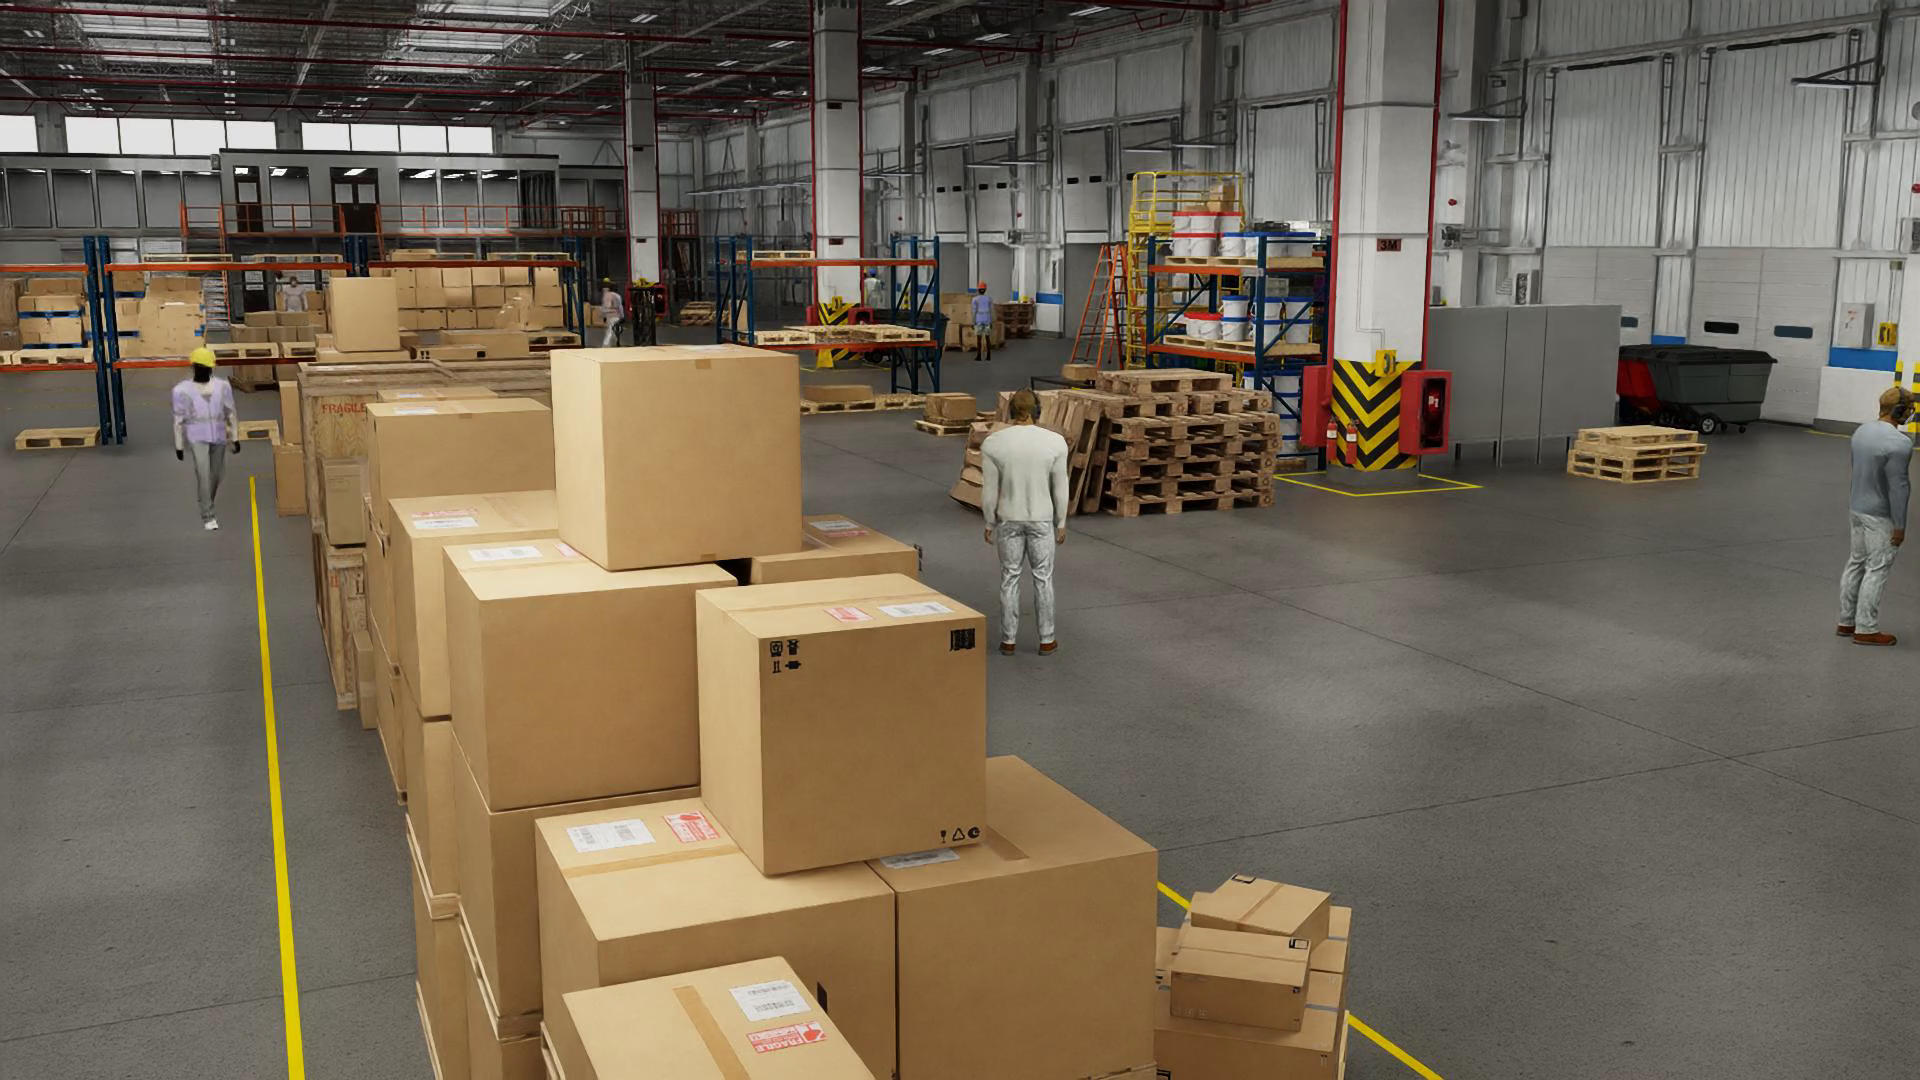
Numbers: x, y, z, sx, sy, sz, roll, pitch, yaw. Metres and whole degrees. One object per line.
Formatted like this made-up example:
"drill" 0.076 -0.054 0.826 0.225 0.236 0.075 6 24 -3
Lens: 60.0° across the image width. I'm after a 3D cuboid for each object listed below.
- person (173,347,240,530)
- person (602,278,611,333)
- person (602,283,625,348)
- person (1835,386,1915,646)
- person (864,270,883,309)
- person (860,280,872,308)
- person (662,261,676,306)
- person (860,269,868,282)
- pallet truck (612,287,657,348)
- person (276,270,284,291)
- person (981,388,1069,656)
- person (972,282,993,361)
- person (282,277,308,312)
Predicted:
"person" -7.909 -1.084 17.416 0.587 1.886 0.860 -10 14 -44
"person" -11.244 -7.487 53.088 0.295 1.744 0.484 6 12 31
"person" -9.419 -6.075 45.189 0.633 1.799 0.979 8 13 39
"person" 6.779 -0.173 12.282 0.381 1.928 0.635 0 10 -2
"person" -3.010 -8.506 58.272 0.649 1.890 0.999 3 11 14
"person" -2.836 -6.545 47.753 0.628 1.805 0.832 -2 10 -10
"person" -12.973 -11.428 74.145 0.612 1.986 0.407 -1 10 -3
"person" -3.460 -8.744 59.499 0.592 1.930 0.356 -10 14 -43
"pallet truck" -6.464 -4.406 35.401 0.823 1.965 1.885 6 12 32
"person" -23.889 -8.529 58.442 0.356 1.884 0.574 -3 11 -14
"person" 0.468 -0.120 11.957 0.627 1.935 0.371 1 10 6
"person" 0.544 -5.369 40.873 0.542 1.939 0.369 -3 11 -15
"person" -19.182 -6.642 48.009 0.653 1.884 1.002 -5 11 -24
